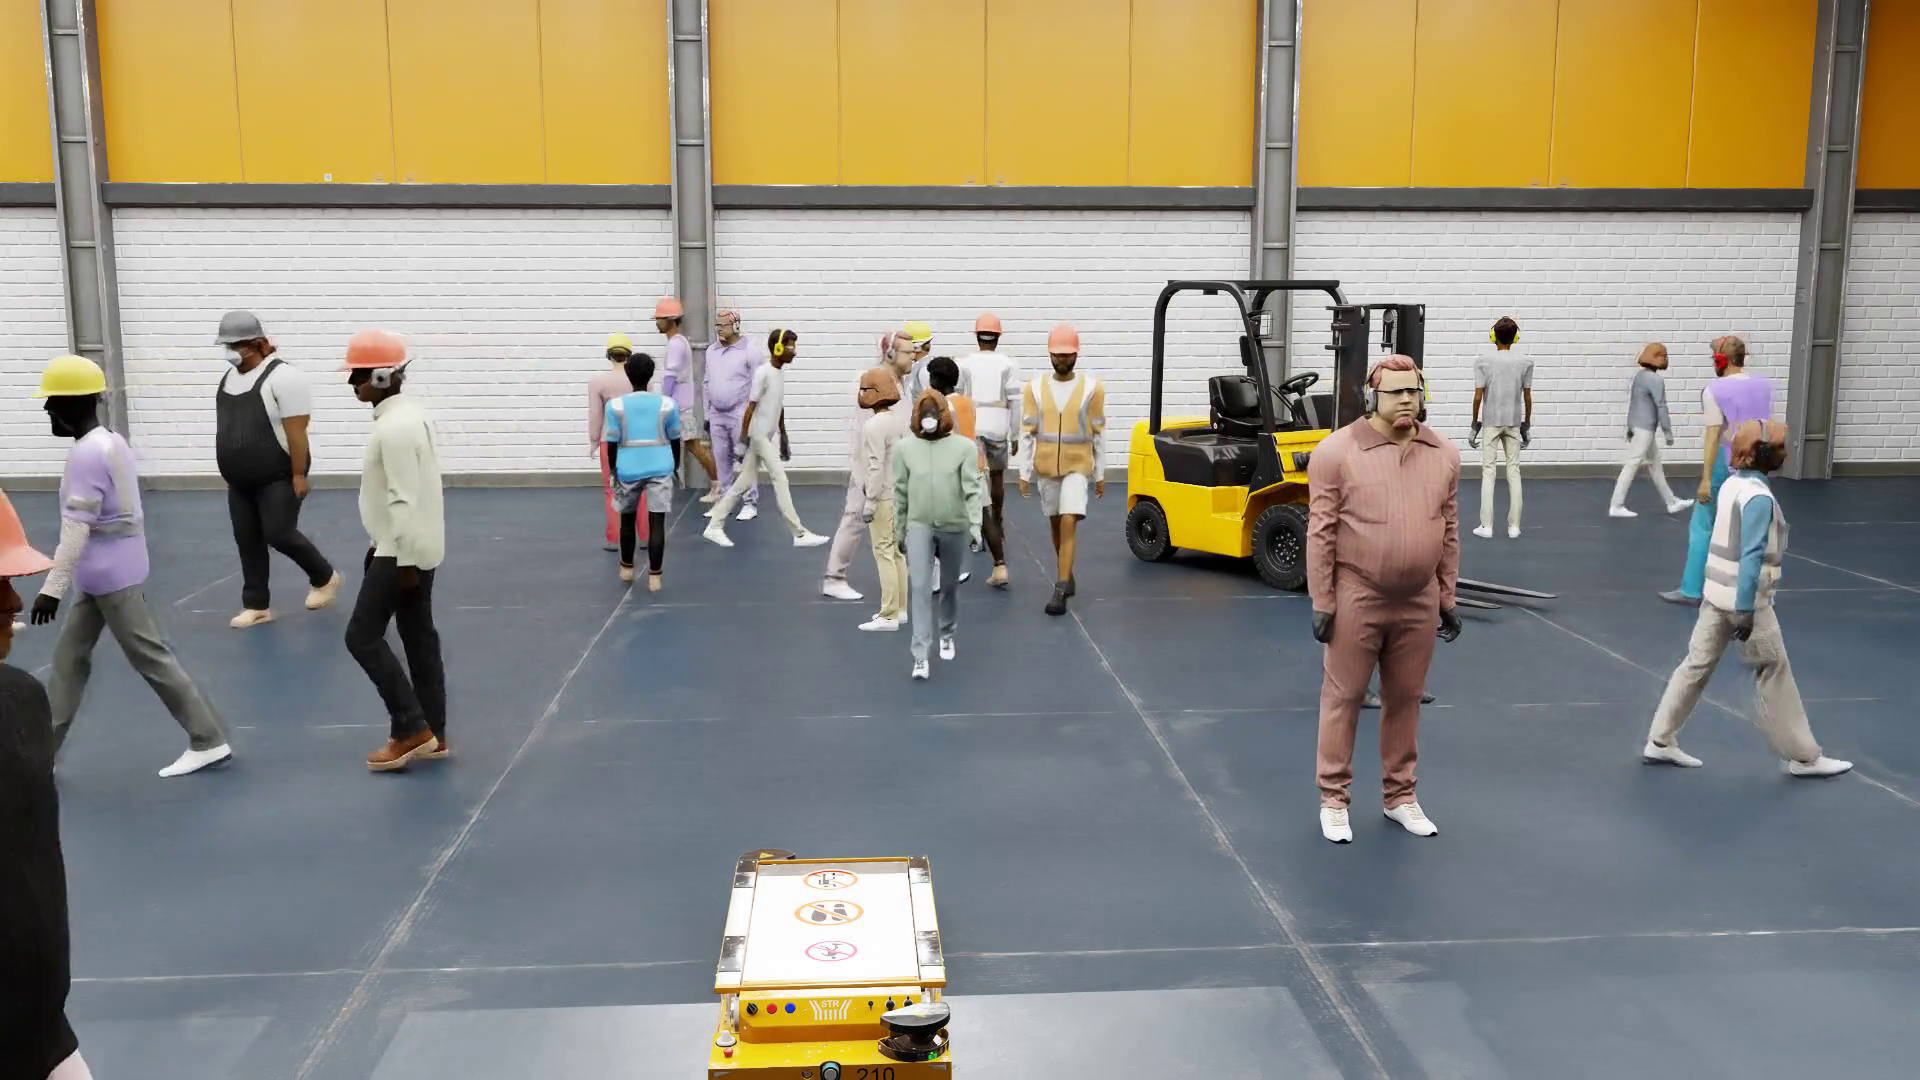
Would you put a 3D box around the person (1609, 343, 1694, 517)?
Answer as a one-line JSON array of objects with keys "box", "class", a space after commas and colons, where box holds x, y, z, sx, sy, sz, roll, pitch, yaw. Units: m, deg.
[{"box": [6.358, -0.995, 15.184, 0.830, 1.588, 0.527, 0, 9, 3], "class": "person"}]

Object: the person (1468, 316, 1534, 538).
[{"box": [4.559, -0.949, 14.048, 0.515, 1.872, 0.333, 1, 9, 6], "class": "person"}]

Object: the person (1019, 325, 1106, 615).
[{"box": [0.686, -0.489, 11.125, 0.559, 1.888, 1.020, 2, 9, 14], "class": "person"}]

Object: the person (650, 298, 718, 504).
[{"box": [-2.701, -1.315, 15.984, 1.039, 2.001, 0.626, -2, 9, -13], "class": "person"}]

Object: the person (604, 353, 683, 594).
[{"box": [-2.229, -0.479, 11.746, 0.544, 1.671, 0.726, -2, 9, -12], "class": "person"}]

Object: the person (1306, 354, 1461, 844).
[{"box": [1.673, 0.231, 6.525, 0.638, 1.910, 0.407, -2, 9, -12], "class": "person"}]

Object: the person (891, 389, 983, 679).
[{"box": [-0.131, -0.055, 9.311, 0.514, 1.587, 0.847, 0, 9, 1], "class": "person"}]

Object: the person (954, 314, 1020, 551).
[{"box": [0.196, -0.893, 13.628, 0.579, 1.886, 0.901, 0, 9, 1], "class": "person"}]

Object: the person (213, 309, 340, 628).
[{"box": [-4.362, -0.470, 10.510, 0.705, 2.000, 0.696, 4, 10, 23], "class": "person"}]

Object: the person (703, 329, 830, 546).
[{"box": [-1.628, -0.824, 13.570, 1.054, 1.797, 0.527, 1, 9, 5], "class": "person"}]

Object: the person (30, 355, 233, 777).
[{"box": [-3.732, 0.140, 7.219, 1.016, 1.875, 0.604, -4, 10, -26], "class": "person"}]

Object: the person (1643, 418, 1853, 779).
[{"box": [3.482, 0.257, 7.330, 0.853, 1.588, 0.533, 1, 9, 9], "class": "person"}]

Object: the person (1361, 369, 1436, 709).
[{"box": [2.231, 0.008, 8.404, 0.631, 1.741, 0.551, 2, 9, 13], "class": "person"}]

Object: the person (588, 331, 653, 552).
[{"box": [-2.718, -0.788, 13.368, 0.533, 1.767, 0.325, -3, 10, -20], "class": "person"}]

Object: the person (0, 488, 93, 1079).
[{"box": [-1.597, 0.835, 2.624, 1.051, 1.944, 0.636, 1, 9, 7], "class": "person"}]

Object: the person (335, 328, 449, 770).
[{"box": [-2.554, 0.050, 7.448, 0.497, 1.974, 0.601, -1, 9, -9], "class": "person"}]

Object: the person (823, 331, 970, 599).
[{"box": [-0.467, -0.488, 11.283, 1.033, 1.838, 0.656, 3, 10, 18], "class": "person"}]

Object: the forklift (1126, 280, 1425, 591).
[{"box": [2.301, -0.860, 12.475, 1.214, 2.155, 2.313, -6, 11, -35], "class": "forklift"}]

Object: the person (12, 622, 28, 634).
[{"box": [-6.142, -0.300, 10.169, 0.641, 1.811, 0.527, 0, 9, -2], "class": "person"}]

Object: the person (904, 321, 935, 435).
[{"box": [-0.335, -0.934, 14.083, 0.403, 1.828, 0.597, -1, 9, -5], "class": "person"}]

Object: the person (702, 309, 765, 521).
[{"box": [-2.076, -1.127, 15.054, 0.651, 1.906, 0.401, 5, 10, 30], "class": "person"}]

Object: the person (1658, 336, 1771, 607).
[{"box": [5.096, -0.438, 11.071, 0.599, 1.806, 0.657, -4, 10, -23], "class": "person"}]

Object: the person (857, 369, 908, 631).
[{"box": [-0.489, -0.248, 10.391, 0.268, 1.632, 0.507, 2, 9, 15], "class": "person"}]

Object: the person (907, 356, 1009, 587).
[{"box": [-0.005, -0.474, 11.783, 0.889, 1.640, 0.540, 6, 11, 34], "class": "person"}]

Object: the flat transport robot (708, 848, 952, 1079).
[{"box": [-0.394, 1.269, 5.127, 0.652, 0.197, 1.431, -1, 9, -4], "class": "flat transport robot"}]
